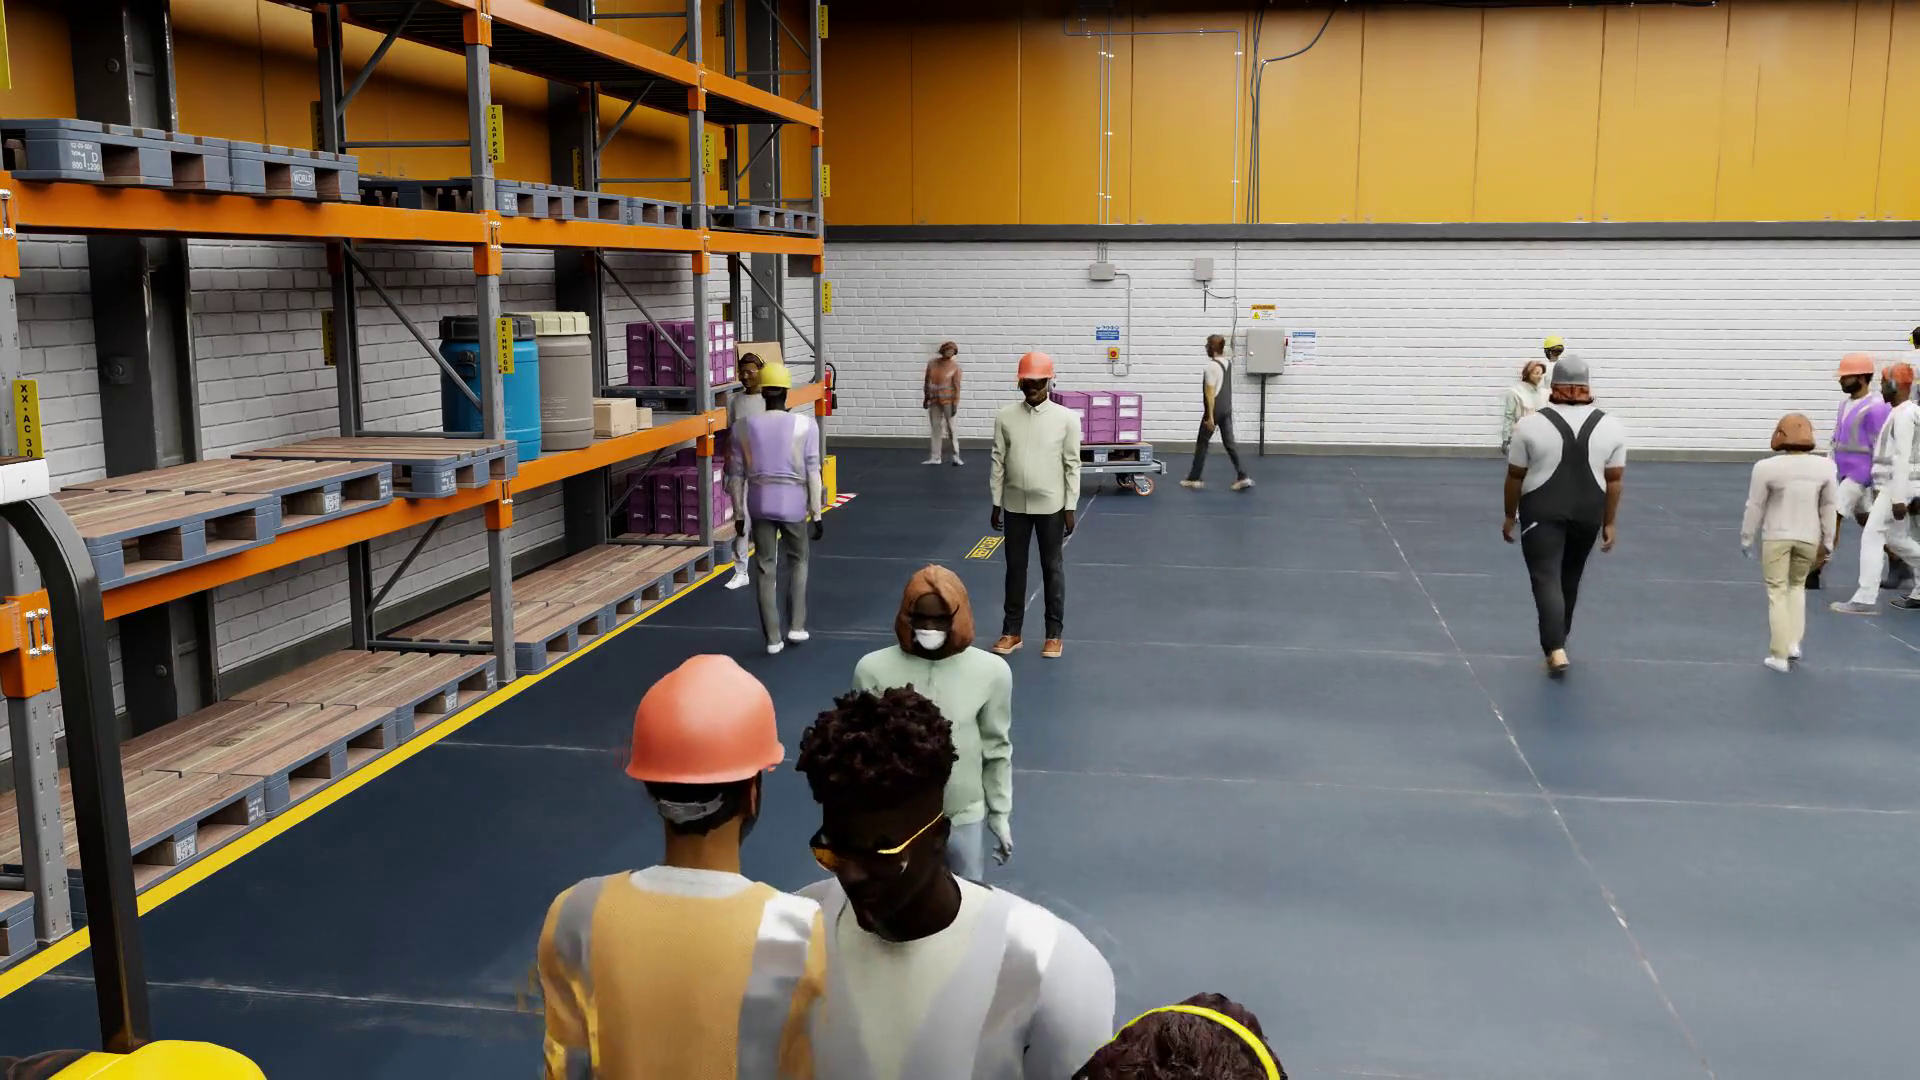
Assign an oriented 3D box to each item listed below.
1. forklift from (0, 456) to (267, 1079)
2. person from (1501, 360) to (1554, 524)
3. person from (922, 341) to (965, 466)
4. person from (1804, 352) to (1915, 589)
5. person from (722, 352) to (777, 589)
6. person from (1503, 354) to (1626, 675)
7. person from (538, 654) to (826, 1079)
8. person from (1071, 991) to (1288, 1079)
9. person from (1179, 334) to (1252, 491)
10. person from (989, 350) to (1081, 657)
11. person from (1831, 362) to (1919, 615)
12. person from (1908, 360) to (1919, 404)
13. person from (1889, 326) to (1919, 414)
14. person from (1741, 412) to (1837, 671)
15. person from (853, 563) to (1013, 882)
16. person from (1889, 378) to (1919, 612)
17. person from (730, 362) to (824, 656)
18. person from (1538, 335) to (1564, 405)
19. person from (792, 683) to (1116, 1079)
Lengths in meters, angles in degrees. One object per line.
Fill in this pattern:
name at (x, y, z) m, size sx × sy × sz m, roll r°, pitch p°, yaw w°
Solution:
forklift at (-2.328, 0.975, 2.765) m, size 2.313 × 2.155 × 1.214 m, roll 1°, pitch 9°, yaw 9°
person at (5.631, -0.956, 16.399) m, size 0.547 × 1.619 × 0.456 m, roll -3°, pitch 10°, yaw -16°
person at (-0.248, -1.744, 21.358) m, size 0.605 × 1.610 × 0.327 m, roll 5°, pitch 11°, yaw 31°
person at (7.056, -0.531, 13.021) m, size 1.045 × 1.890 × 0.549 m, roll 1°, pitch 9°, yaw 6°
person at (-1.632, -0.536, 13.077) m, size 0.512 × 1.872 × 0.328 m, roll 2°, pitch 9°, yaw 11°
person at (3.789, -0.199, 10.478) m, size 0.687 × 2.000 × 1.018 m, roll 1°, pitch 9°, yaw 4°
person at (-0.426, 1.143, 2.637) m, size 0.551 × 1.909 × 0.880 m, roll 3°, pitch 10°, yaw 17°
person at (0.184, 1.357, 1.646) m, size 0.513 × 1.790 × 0.951 m, roll 3°, pitch 10°, yaw 19°
person at (2.978, -1.446, 18.969) m, size 0.531 × 1.804 × 0.983 m, roll -8°, pitch 12°, yaw -42°
person at (0.480, -0.234, 10.826) m, size 0.612 × 1.996 × 0.376 m, roll 3°, pitch 10°, yaw 19°
person at (6.899, -0.359, 12.075) m, size 0.775 × 1.861 × 0.612 m, roll 6°, pitch 11°, yaw 34°
person at (10.580, -1.337, 17.971) m, size 1.026 × 1.898 × 0.622 m, roll -9°, pitch 13°, yaw -44°
person at (11.224, -1.584, 19.548) m, size 0.528 × 1.869 × 0.313 m, roll 4°, pitch 10°, yaw 25°
person at (5.203, 0.005, 10.483) m, size 0.529 × 1.614 × 0.454 m, roll 1°, pitch 9°, yaw 6°
person at (-0.085, 0.875, 5.104) m, size 0.498 × 1.633 × 0.287 m, roll -1°, pitch 9°, yaw -5°
person at (7.123, -0.382, 12.242) m, size 0.403 × 1.835 × 0.588 m, roll 9°, pitch 13°, yaw 43°
person at (-1.193, -0.215, 10.972) m, size 0.622 × 1.903 × 0.682 m, roll 0°, pitch 9°, yaw 3°
person at (6.844, -1.492, 19.297) m, size 0.534 × 1.767 × 0.319 m, roll -4°, pitch 10°, yaw -21°
person at (0.037, 1.124, 2.719) m, size 0.629 × 1.921 × 0.798 m, roll 5°, pitch 10°, yaw 27°
